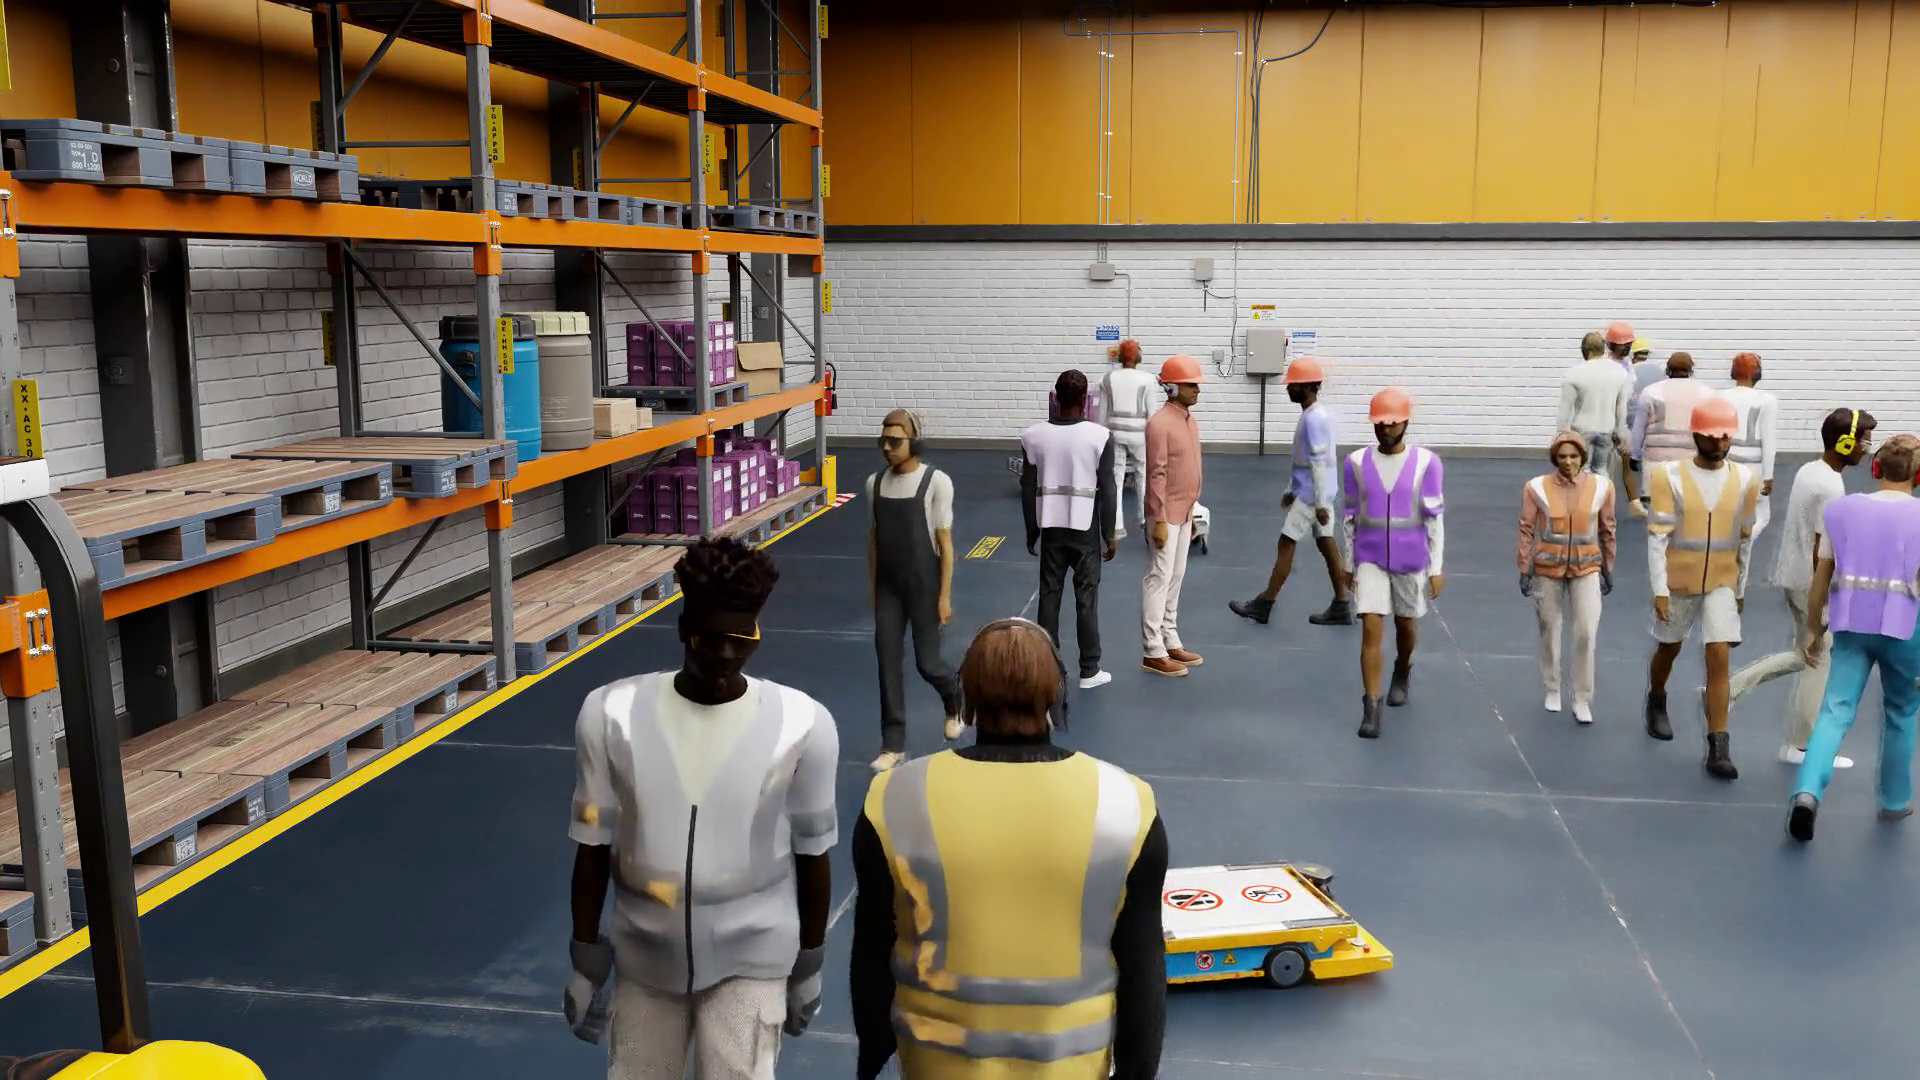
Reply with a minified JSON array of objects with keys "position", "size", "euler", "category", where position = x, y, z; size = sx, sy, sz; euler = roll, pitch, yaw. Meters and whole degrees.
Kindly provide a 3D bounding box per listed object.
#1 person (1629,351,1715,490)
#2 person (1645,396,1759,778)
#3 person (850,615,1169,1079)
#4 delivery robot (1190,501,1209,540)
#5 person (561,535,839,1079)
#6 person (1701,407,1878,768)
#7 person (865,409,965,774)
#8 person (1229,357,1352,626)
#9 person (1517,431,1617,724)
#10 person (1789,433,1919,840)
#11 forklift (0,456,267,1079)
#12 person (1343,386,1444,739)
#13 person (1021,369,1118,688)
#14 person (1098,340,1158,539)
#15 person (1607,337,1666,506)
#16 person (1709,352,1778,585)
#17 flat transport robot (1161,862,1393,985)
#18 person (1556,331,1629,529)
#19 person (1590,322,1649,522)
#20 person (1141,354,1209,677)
[{"position":[6.101,-0.709,14.299],"size":[0.646,1.813,0.760],"euler":[2,9,11],"category":"person"},{"position":[3.774,0.190,8.549],"size":[0.549,1.895,1.000],"euler":[1,9,9],"category":"person"},{"position":[0.091,1.056,3.402],"size":[0.634,1.826,0.448],"euler":[0,9,-1],"category":"person"},{"position":[1.983,-0.228,14.934],"size":[0.477,0.478,0.707],"euler":[-2,9,-9],"category":"delivery robot"},{"position":[-0.589,0.924,3.870],"size":[0.634,1.940,0.706],"euler":[0,9,1],"category":"person"},{"position":[4.185,0.241,8.378],"size":[0.650,1.840,0.570],"euler":[2,10,15],"category":"person"},{"position":[-0.222,0.238,8.419],"size":[0.518,1.830,0.669],"euler":[5,10,27],"category":"person"},{"position":[2.371,-0.335,11.744],"size":[0.927,1.893,0.560],"euler":[3,10,18],"category":"person"},{"position":[3.375,0.209,9.254],"size":[0.531,1.611,0.694],"euler":[3,10,16],"category":"person"},{"position":[4.021,0.431,7.364],"size":[0.949,1.802,0.582],"euler":[-9,13,-43],"category":"person"},{"position":[-2.328,0.975,2.765],"size":[2.313,2.155,1.214],"euler":[1,9,9],"category":"forklift"},{"position":[2.403,0.080,9.241],"size":[0.561,1.897,0.976],"euler":[3,10,19],"category":"person"},{"position":[0.656,-0.061,10.000],"size":[0.589,1.920,0.392],"euler":[4,10,21],"category":"person"},{"position":[1.626,-0.957,15.712],"size":[0.616,1.855,0.800],"euler":[4,10,22],"category":"person"},{"position":[7.270,-1.293,17.984],"size":[0.610,1.790,0.871],"euler":[-1,9,-9],"category":"person"},{"position":[6.126,-0.538,13.058],"size":[0.415,1.873,0.586],"euler":[-6,11,-35],"category":"person"},{"position":[0.765,1.404,6.031],"size":[1.431,0.197,0.652],"euler":[-2,9,-12],"category":"flat transport robot"},{"position":[5.990,-1.015,15.832],"size":[0.659,1.928,0.422],"euler":[-1,9,-5],"category":"person"},{"position":[6.549,-1.147,16.444],"size":[0.641,1.999,0.918],"euler":[-8,12,-39],"category":"person"},{"position":[1.346,-0.164,10.400],"size":[0.391,1.995,0.613],"euler":[5,10,28],"category":"person"}]
